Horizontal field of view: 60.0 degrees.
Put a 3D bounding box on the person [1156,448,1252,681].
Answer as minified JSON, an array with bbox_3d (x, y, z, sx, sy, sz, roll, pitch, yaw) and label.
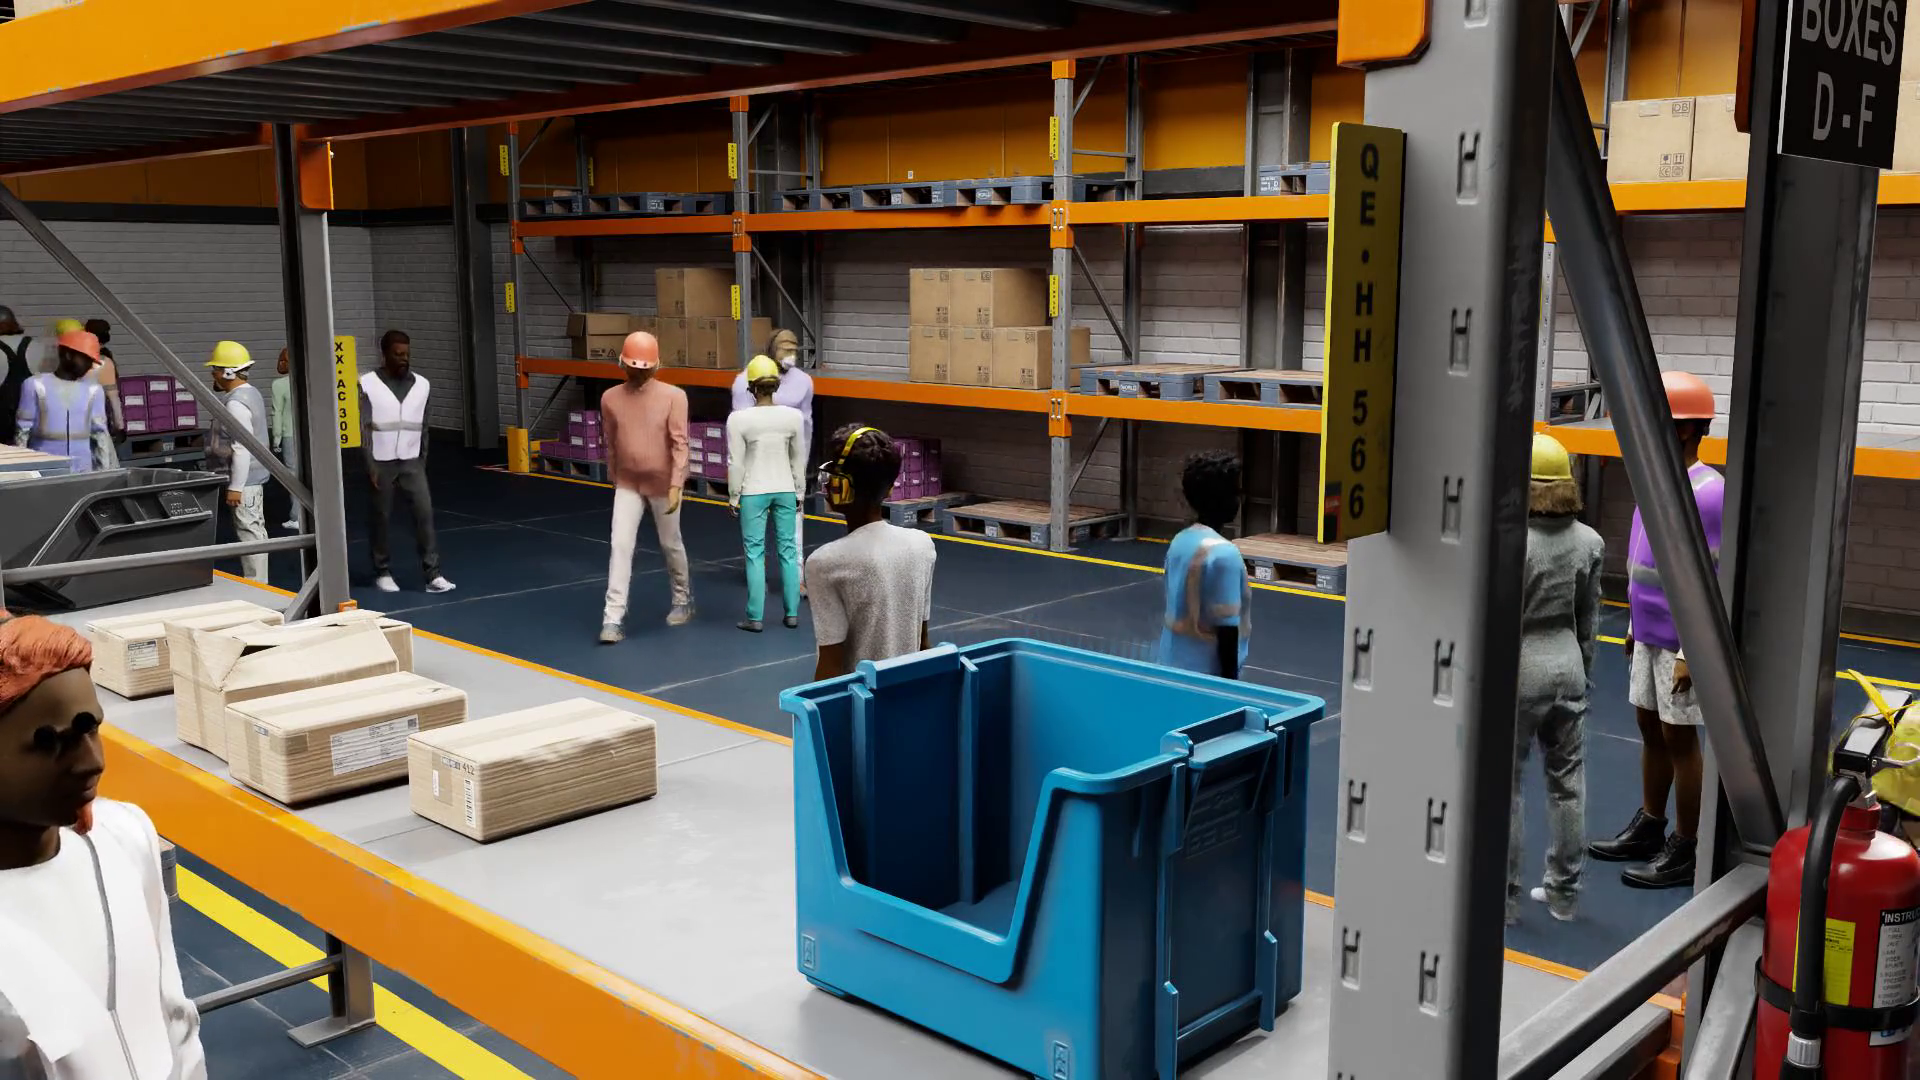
[{"bbox_3d":[0.796,0.507,5.998,0.658,1.678,0.541,-1,9,-7],"label":"person"}]

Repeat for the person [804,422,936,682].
[{"bbox_3d":[-0.285,0.586,4.928,0.328,1.876,0.514,7,12,38],"label":"person"}]

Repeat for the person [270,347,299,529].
[{"bbox_3d":[-5.922,-0.914,14.894,0.283,1.624,0.494,6,11,32],"label":"person"}]

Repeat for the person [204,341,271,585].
[{"bbox_3d":[-4.872,-0.423,11.236,0.403,1.835,0.588,-3,10,-15],"label":"person"}]

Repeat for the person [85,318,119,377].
[{"bbox_3d":[-9.464,-1.517,18.114,0.616,1.795,0.972,9,13,44],"label":"person"}]

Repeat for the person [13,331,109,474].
[{"bbox_3d":[-6.228,-0.488,11.500,0.369,1.890,0.673,9,13,44],"label":"person"}]

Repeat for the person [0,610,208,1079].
[{"bbox_3d":[-1.199,1.021,2.250,0.395,1.882,0.581,1,9,6],"label":"person"}]

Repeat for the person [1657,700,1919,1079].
[{"bbox_3d":[1.302,1.051,2.559,0.537,1.701,0.791,-1,9,-9],"label":"person"}]

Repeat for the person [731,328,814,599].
[{"bbox_3d":[-1.281,-0.525,11.652,0.662,1.891,0.918,-4,10,-23],"label":"person"}]

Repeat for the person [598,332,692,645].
[{"bbox_3d":[-1.971,-0.347,10.513,0.602,1.934,0.974,1,9,7],"label":"person"}]

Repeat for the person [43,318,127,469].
[{"bbox_3d":[-7.949,-1.073,15.101,0.671,1.883,0.674,-1,9,-6],"label":"person"}]

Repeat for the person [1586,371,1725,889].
[{"bbox_3d":[2.643,0.339,6.245,0.362,1.939,0.542,0,9,-1],"label":"person"}]

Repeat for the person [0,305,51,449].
[{"bbox_3d":[-9.150,-1.317,16.087,1.074,2.000,0.694,9,13,44],"label":"person"}]

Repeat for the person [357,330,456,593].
[{"bbox_3d":[-3.944,-0.529,11.753,0.596,1.883,0.888,-9,13,-44],"label":"person"}]

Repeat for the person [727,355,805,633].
[{"bbox_3d":[-1.239,-0.291,10.629,0.525,1.772,0.304,-5,10,-28],"label":"person"}]

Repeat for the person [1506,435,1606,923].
[{"bbox_3d":[2.025,0.495,5.917,0.528,1.738,0.404,-3,10,-17],"label":"person"}]
